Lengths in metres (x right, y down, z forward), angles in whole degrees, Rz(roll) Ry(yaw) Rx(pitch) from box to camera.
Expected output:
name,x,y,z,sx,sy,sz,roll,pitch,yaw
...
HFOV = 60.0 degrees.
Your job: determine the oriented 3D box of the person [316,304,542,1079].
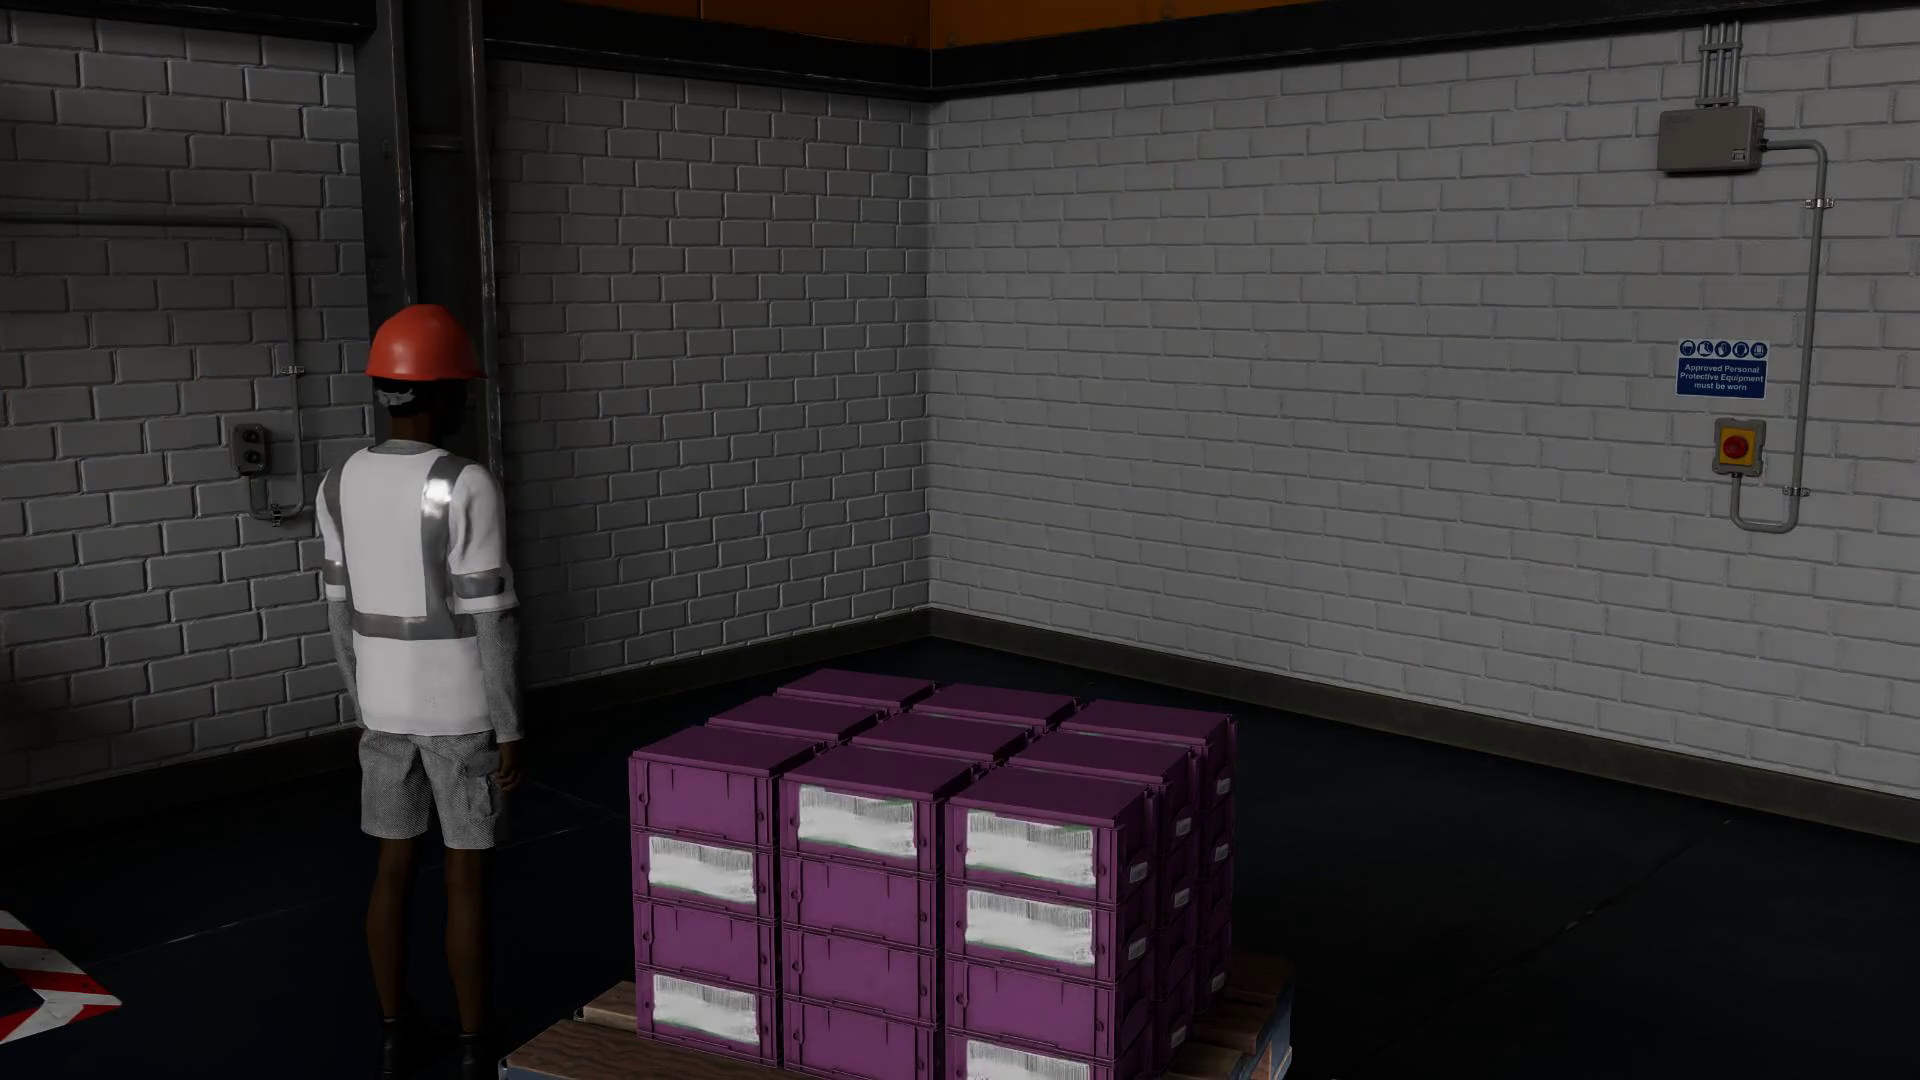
name,x,y,z,sx,sy,sz,roll,pitch,yaw
person,-1.277,0.401,4.070,0.545,1.938,0.361,4,10,24
